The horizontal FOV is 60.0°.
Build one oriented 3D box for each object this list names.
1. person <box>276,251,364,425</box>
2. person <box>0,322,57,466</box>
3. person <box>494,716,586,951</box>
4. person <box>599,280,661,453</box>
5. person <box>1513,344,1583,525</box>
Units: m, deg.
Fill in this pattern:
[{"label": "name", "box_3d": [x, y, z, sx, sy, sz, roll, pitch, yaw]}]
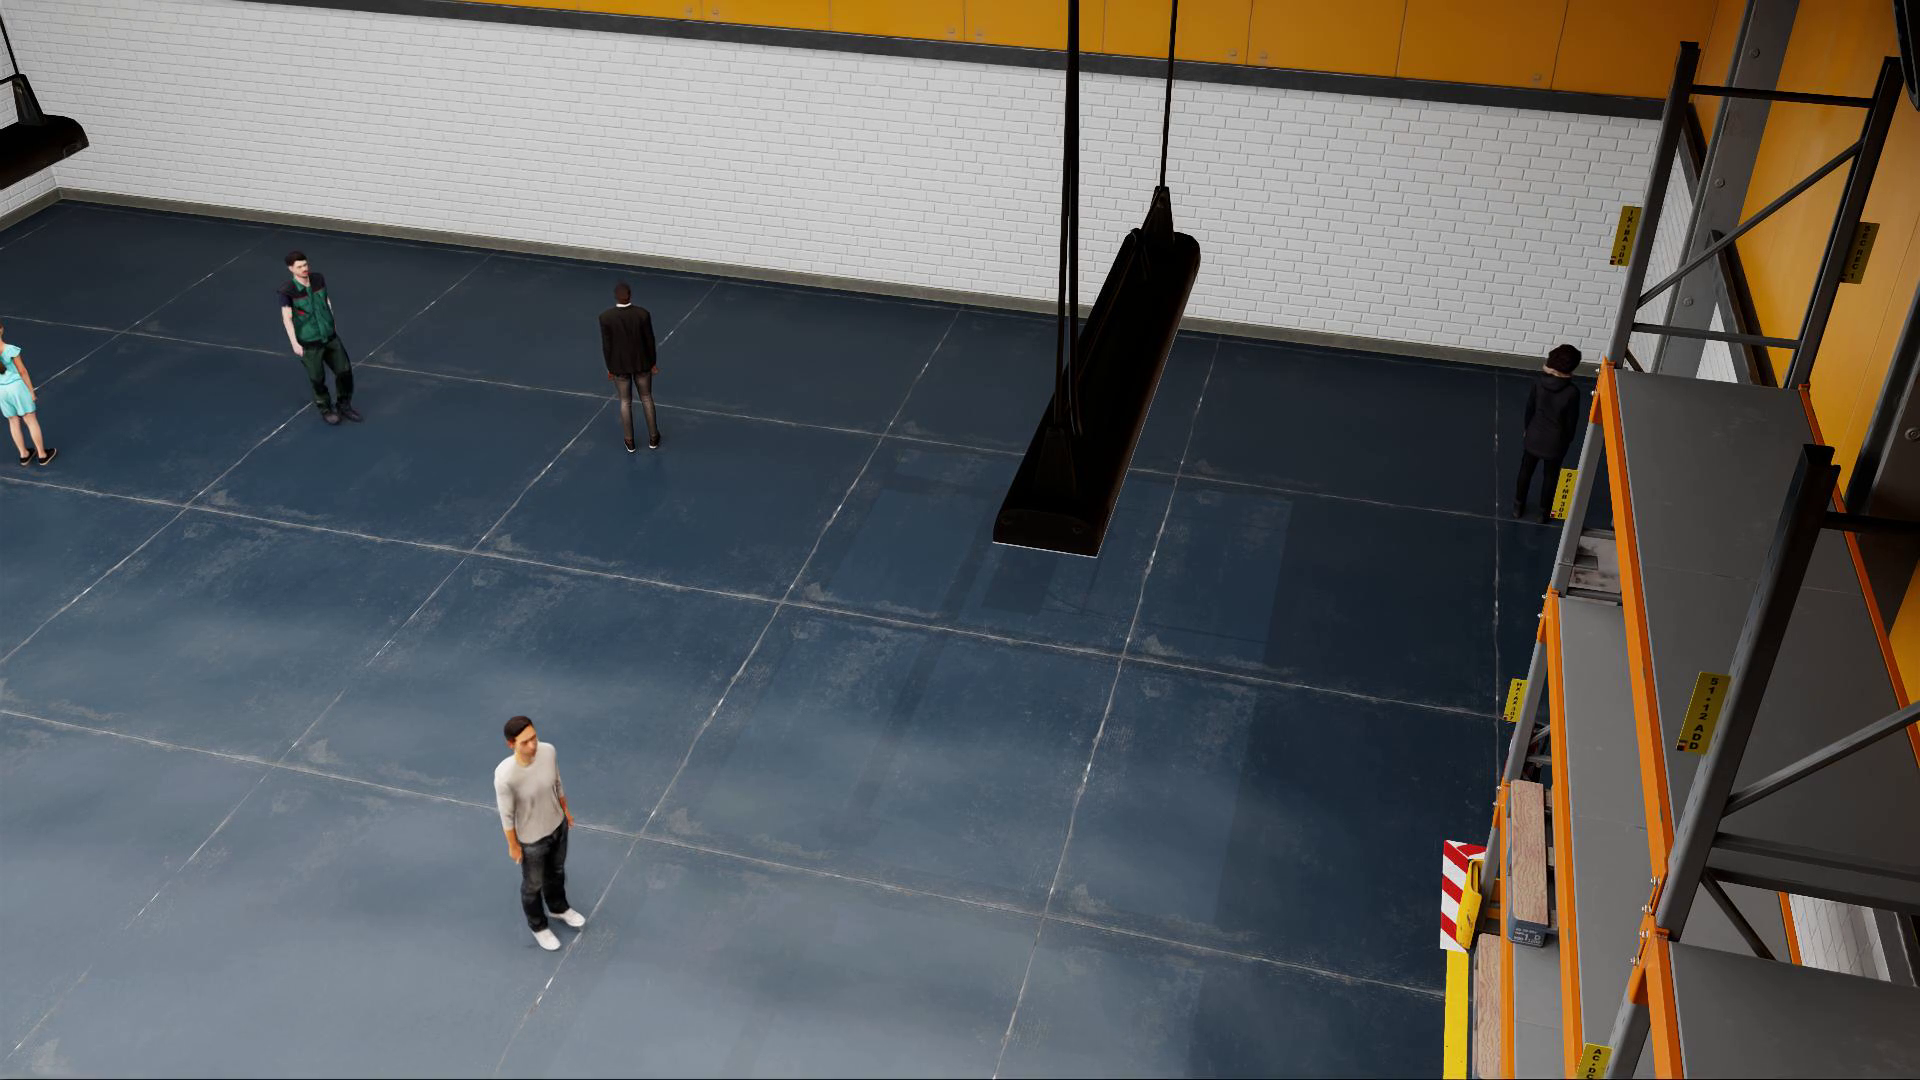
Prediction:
[{"label": "person", "box_3d": [-6.483, -2.039, 16.617, 0.914, 1.885, 0.826, 24, 41, 32]}, {"label": "person", "box_3d": [-9.130, -1.444, 16.017, 0.612, 1.558, 0.625, -3, 34, -4]}, {"label": "person", "box_3d": [-2.757, 1.863, 10.812, 0.783, 1.812, 0.611, 21, 39, 28]}, {"label": "person", "box_3d": [-3.194, -1.698, 16.182, 0.740, 1.799, 0.733, -8, 34, -11]}, {"label": "person", "box_3d": [5.335, -0.958, 15.085, 0.700, 1.781, 0.708, 20, 39, 28]}]
